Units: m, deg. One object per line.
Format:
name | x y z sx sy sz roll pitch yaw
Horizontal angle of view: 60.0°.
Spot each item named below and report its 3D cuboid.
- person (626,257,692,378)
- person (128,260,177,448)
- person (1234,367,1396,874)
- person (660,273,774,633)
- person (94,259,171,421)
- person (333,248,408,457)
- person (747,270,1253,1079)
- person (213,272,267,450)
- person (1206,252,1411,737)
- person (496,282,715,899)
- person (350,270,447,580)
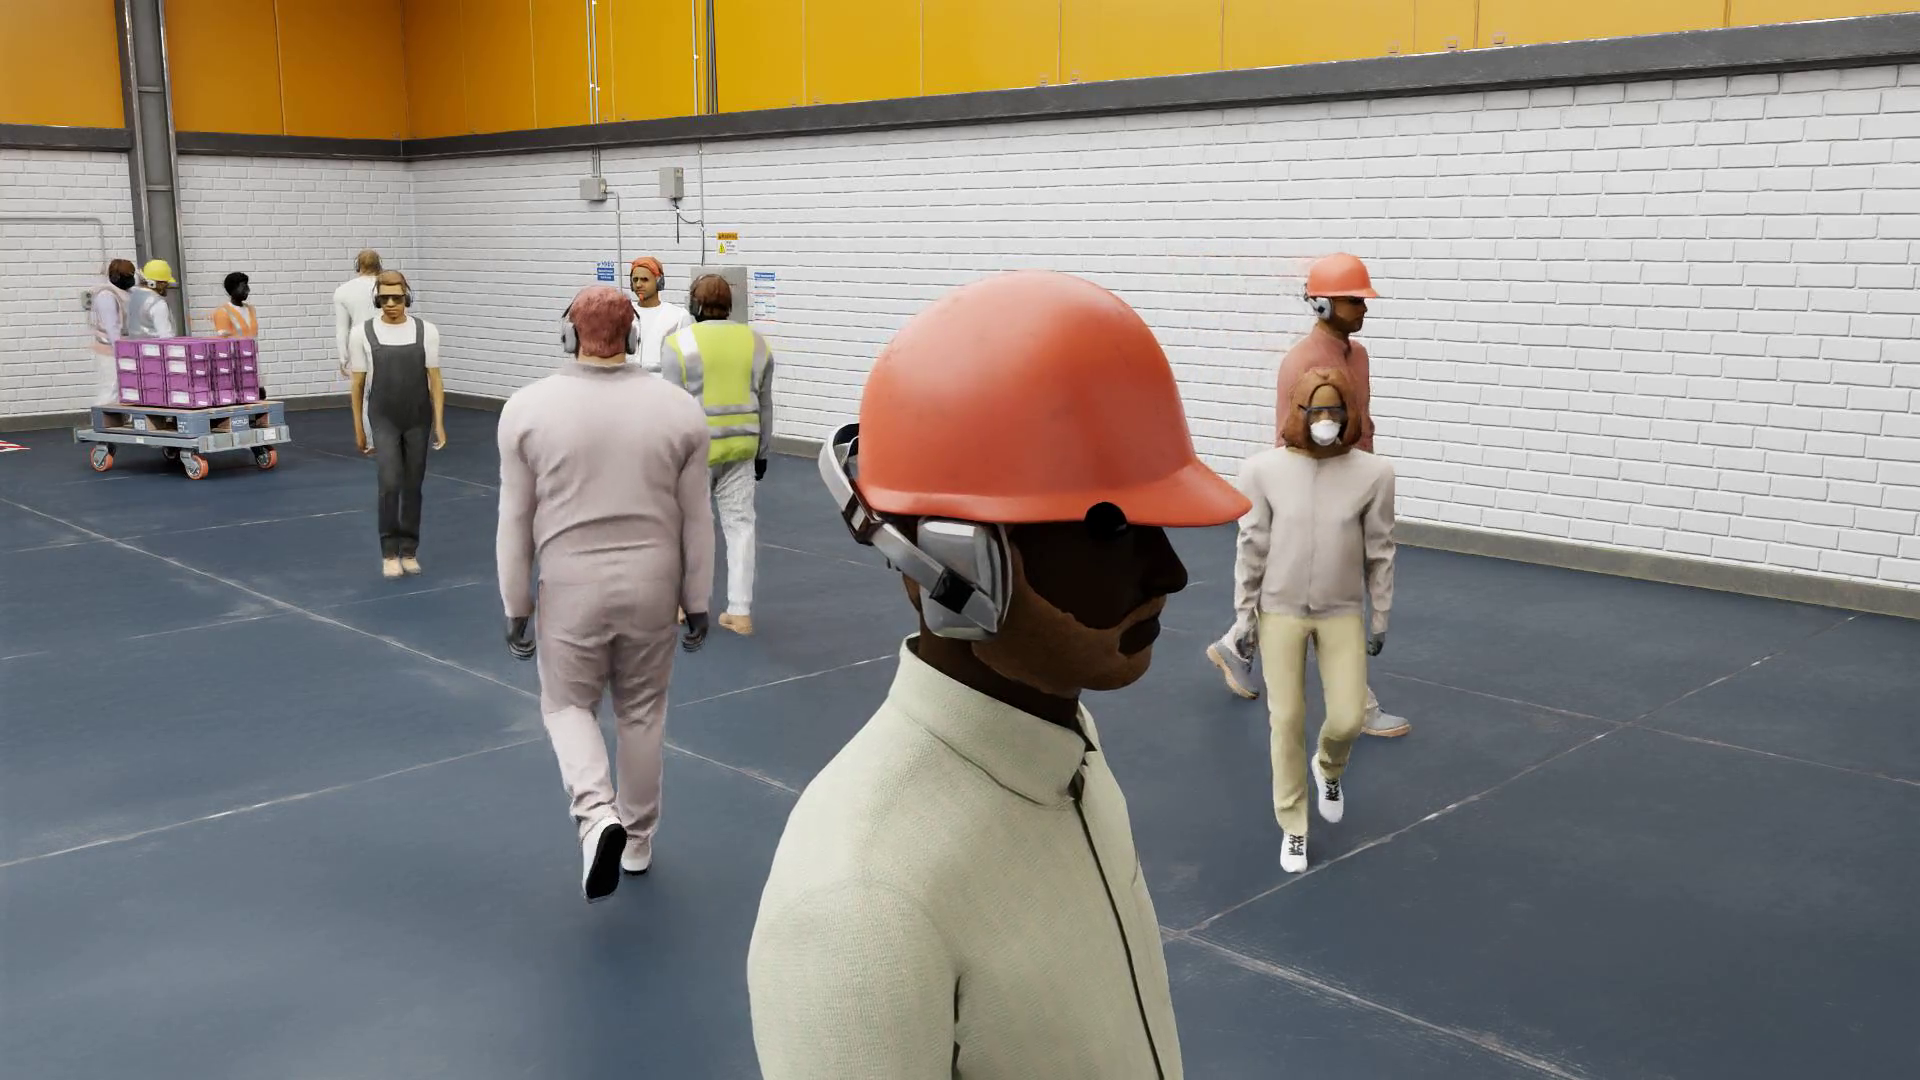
person | -2.015 -0.890 10.830 0.574 1.882 0.356 2 11 10
person | -7.628 -1.748 15.764 0.616 1.793 0.416 9 14 42
person | 1.136 0.243 5.384 0.505 1.620 0.433 1 10 7
person | -1.277 -0.445 8.552 0.651 1.825 0.658 -7 12 -32
person | -8.177 -1.859 16.376 0.830 1.791 0.708 -1 10 -7
person | -5.297 -1.679 15.053 0.643 1.915 0.655 -4 11 -20
person | 0.034 0.777 1.429 0.381 1.994 0.621 3 11 14
person | -6.823 -1.685 15.698 0.489 1.685 0.542 3 11 16
person | 1.450 -0.213 6.931 0.944 1.963 0.605 7 13 35
person | -1.056 0.166 5.052 0.657 1.883 0.632 -4 11 -19
person | -3.289 -0.669 9.804 0.498 1.822 0.577 -6 12 -29
